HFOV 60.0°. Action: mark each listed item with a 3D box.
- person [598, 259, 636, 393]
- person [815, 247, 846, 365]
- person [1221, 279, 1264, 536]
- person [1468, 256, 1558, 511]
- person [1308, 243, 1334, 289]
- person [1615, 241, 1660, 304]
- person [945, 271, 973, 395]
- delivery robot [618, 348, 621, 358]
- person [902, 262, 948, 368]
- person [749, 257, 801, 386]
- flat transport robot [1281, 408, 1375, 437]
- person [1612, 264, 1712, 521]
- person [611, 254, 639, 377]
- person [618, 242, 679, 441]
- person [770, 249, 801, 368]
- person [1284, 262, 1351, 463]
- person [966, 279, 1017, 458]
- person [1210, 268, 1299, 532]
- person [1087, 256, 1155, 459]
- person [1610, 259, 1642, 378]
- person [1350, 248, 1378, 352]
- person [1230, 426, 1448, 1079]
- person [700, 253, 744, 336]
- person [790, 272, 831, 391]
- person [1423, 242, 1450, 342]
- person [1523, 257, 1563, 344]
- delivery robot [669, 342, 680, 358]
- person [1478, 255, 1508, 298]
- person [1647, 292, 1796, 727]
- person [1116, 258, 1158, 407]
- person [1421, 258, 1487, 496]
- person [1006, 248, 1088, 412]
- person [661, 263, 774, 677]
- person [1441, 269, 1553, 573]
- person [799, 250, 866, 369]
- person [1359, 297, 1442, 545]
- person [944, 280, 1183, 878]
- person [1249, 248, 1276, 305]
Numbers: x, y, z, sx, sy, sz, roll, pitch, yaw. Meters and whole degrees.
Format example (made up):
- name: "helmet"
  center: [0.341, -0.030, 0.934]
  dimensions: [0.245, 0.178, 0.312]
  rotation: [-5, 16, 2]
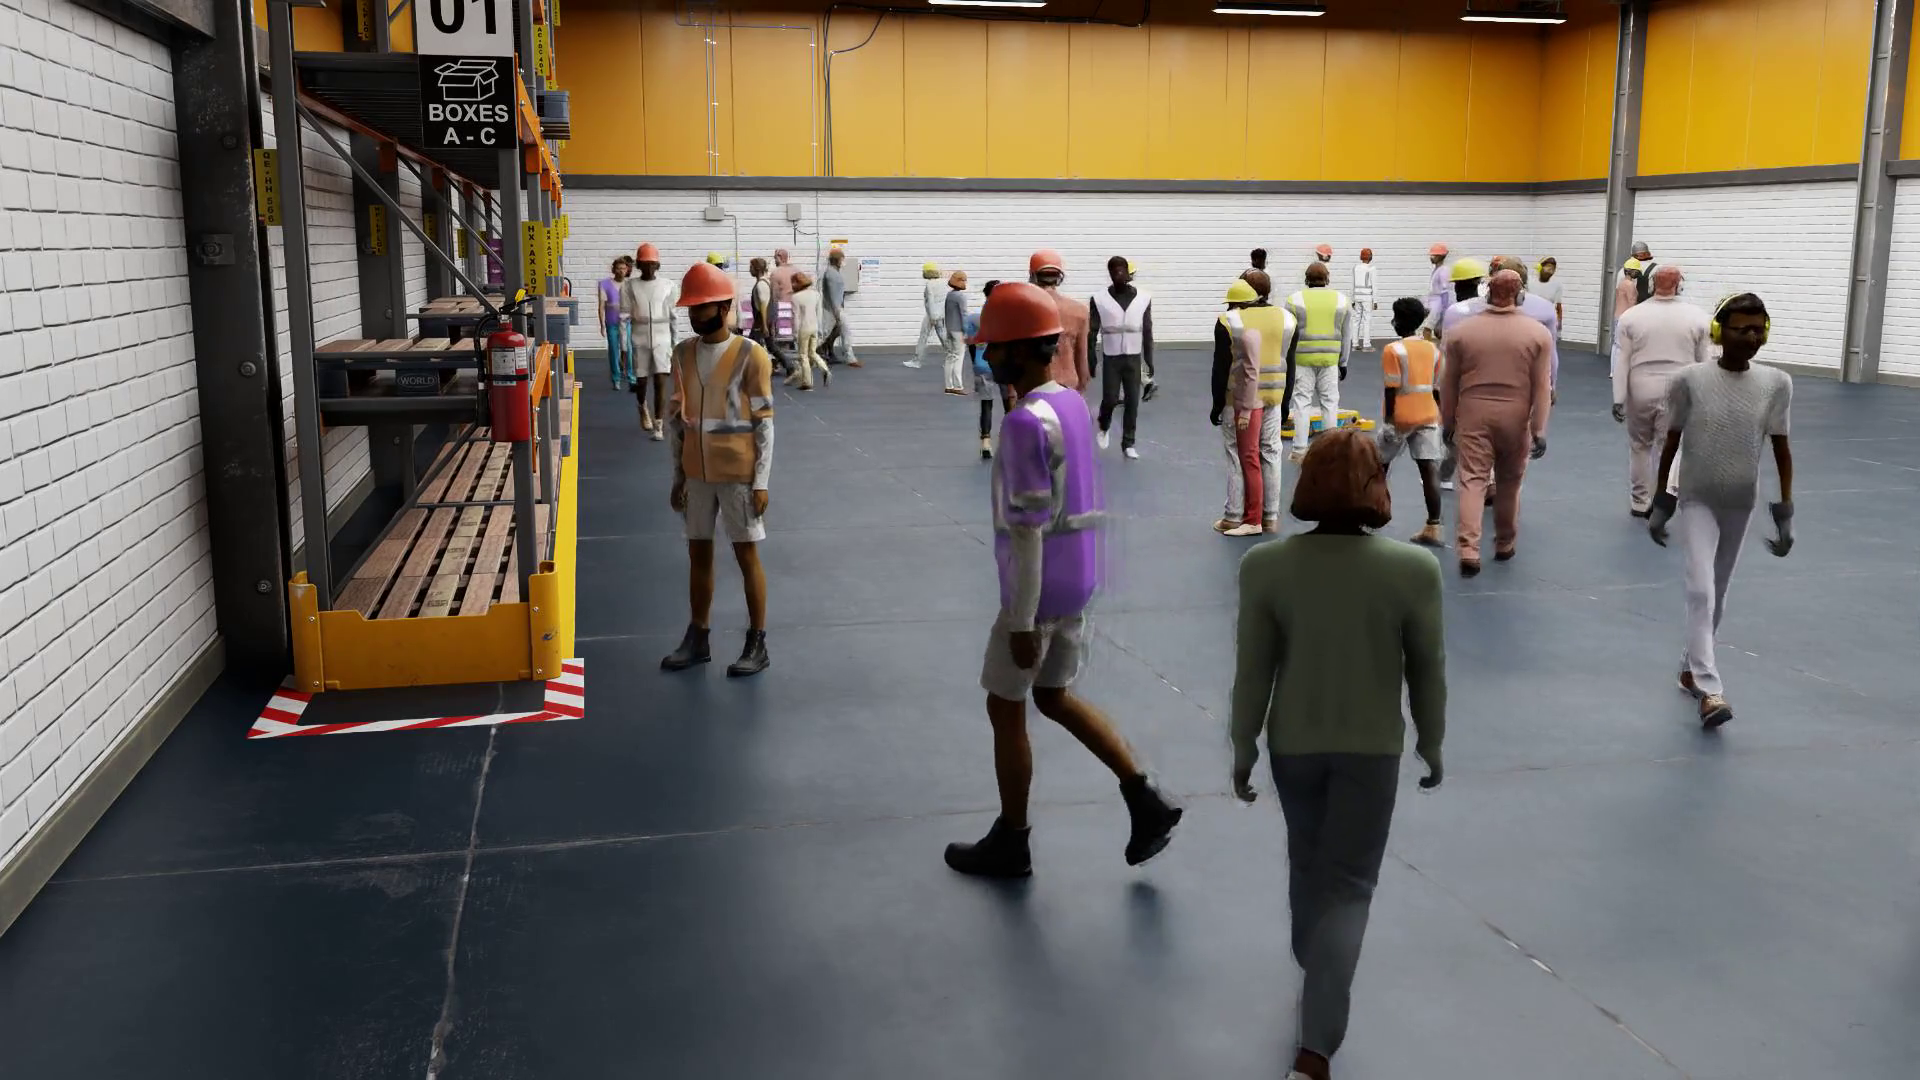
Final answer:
- name: "person"
  center: [-4.567, -2.879, 22.365]
  dimensions: [0.576, 1.784, 1.001]
  rotation: [-3, 11, -18]
- name: "person"
  center: [-2.093, -3.808, 27.155]
  dimensions: [0.484, 1.916, 0.557]
  rotation: [-4, 11, -23]
- name: "person"
  center: [1.947, -0.907, 11.495]
  dimensions: [0.328, 1.767, 0.532]
  rotation: [1, 10, 7]
- name: "person"
  center: [4.117, -1.156, 12.439]
  dimensions: [0.656, 1.919, 0.455]
  rotation: [4, 11, 20]
- name: "person"
  center: [6.169, -4.099, 28.587]
  dimensions: [0.534, 1.977, 0.621]
  rotation: [-2, 11, -14]
- name: "person"
  center: [10.066, -3.418, 24.644]
  dimensions: [0.689, 2.000, 0.535]
  rotation: [3, 11, 16]
- name: "person"
  center: [-0.032, -2.721, 21.912]
  dimensions: [0.284, 1.631, 0.502]
  rotation: [-5, 12, -28]
- name: "delivery robot"
  center: [-4.894, -2.773, 24.929]
  dimensions: [0.477, 0.478, 0.707]
  rotation: [9, 14, 42]
- name: "person"
  center: [-0.440, -3.584, 26.528]
  dimensions: [0.919, 1.689, 0.499]
  rotation: [4, 11, 20]
- name: "person"
  center: [-2.695, -3.039, 23.209]
  dimensions: [0.931, 1.816, 0.511]
  rotation: [2, 10, 10]
- name: "flat transport robot"
  center: [3.662, -1.258, 17.579]
  dimensions: [1.431, 0.197, 0.652]
  rotation: [-8, 13, -36]
- name: "person"
  center: [5.044, -1.041, 11.964]
  dimensions: [0.675, 1.875, 0.844]
  rotation: [4, 11, 20]
- name: "person"
  center: [-4.818, -3.203, 24.028]
  dimensions: [0.574, 1.832, 0.811]
  rotation: [-7, 12, -34]
- name: "person"
  center: [-3.212, -2.059, 17.195]
  dimensions: [0.615, 2.020, 0.879]
  rotation: [-2, 10, -12]
- name: "person"
  center: [-2.846, -3.677, 26.504]
  dimensions: [0.785, 1.879, 0.678]
  rotation: [8, 13, 38]
- name: "person"
  center: [3.247, -1.619, 15.237]
  dimensions: [0.633, 1.839, 0.429]
  rotation: [0, 10, -2]
- name: "person"
  center: [0.326, -1.600, 15.583]
  dimensions: [0.547, 1.674, 0.570]
  rotation: [1, 10, 3]
- name: "person"
  center: [2.019, -0.955, 11.545]
  dimensions: [0.625, 1.846, 0.429]
  rotation: [-3, 11, -16]
- name: "person"
  center: [1.494, -1.720, 15.635]
  dimensions: [0.618, 1.893, 0.577]
  rotation: [-2, 10, -10]
- name: "person"
  center: [9.759, -3.222, 24.342]
  dimensions: [0.328, 1.762, 0.523]
  rotation: [0, 10, 1]
- name: "person"
  center: [7.404, -4.386, 30.443]
  dimensions: [0.343, 1.882, 0.586]
  rotation: [-8, 13, -37]
- name: "person"
  center: [0.909, 0.522, 4.073]
  dimensions: [0.511, 1.595, 0.844]
  rotation: [5, 11, 24]
- name: "person"
  center: [-3.207, -2.913, 22.356]
  dimensions: [1.027, 1.863, 0.600]
  rotation: [8, 13, 38]
- name: "person"
  center: [-2.012, -2.799, 22.373]
  dimensions: [0.500, 1.609, 0.559]
  rotation: [9, 13, 40]
- name: "person"
  center: [7.524, -3.627, 25.910]
  dimensions: [0.917, 2.013, 0.610]
  rotation: [2, 10, 9]
- name: "person"
  center: [7.426, -2.710, 21.337]
  dimensions: [0.544, 1.820, 0.918]
  rotation: [2, 10, 9]
- name: "delivery robot"
  center: [-4.409, -2.875, 25.494]
  dimensions: [0.477, 0.478, 0.707]
  rotation: [5, 11, 26]
- name: "person"
  center: [5.478, -1.969, 17.047]
  dimensions: [0.584, 1.883, 0.337]
  rotation: [-1, 10, -5]
- name: "person"
  center: [3.261, -0.128, 7.059]
  dimensions: [0.521, 1.813, 0.981]
  rotation: [1, 10, 5]
- name: "person"
  center: [2.084, -2.524, 20.327]
  dimensions: [0.535, 1.818, 0.599]
  rotation: [5, 12, 28]
- name: "person"
  center: [4.015, -1.292, 13.282]
  dimensions: [0.607, 1.892, 0.818]
  rotation: [-7, 12, -35]
- name: "person"
  center: [0.598, -1.052, 11.714]
  dimensions: [0.601, 1.977, 0.463]
  rotation: [-1, 10, -5]
- name: "person"
  center: [-1.154, -0.311, 7.776]
  dimensions: [0.583, 1.925, 0.417]
  rotation: [5, 11, 26]
- name: "person"
  center: [3.306, -0.735, 10.299]
  dimensions: [0.657, 1.864, 0.976]
  rotation: [4, 11, 23]
- name: "person"
  center: [-2.060, -3.639, 26.311]
  dimensions: [1.015, 1.892, 0.627]
  rotation: [2, 10, 10]
- name: "person"
  center: [3.002, -0.818, 11.314]
  dimensions: [0.536, 1.640, 0.911]
  rotation: [-5, 11, -26]
- name: "person"
  center: [0.316, 0.152, 5.204]
  dimensions: [0.709, 1.915, 0.565]
  rotation: [5, 11, 24]
- name: "person"
  center: [4.627, -3.530, 25.657]
  dimensions: [1.013, 1.900, 0.615]
  rotation: [1, 10, 6]
